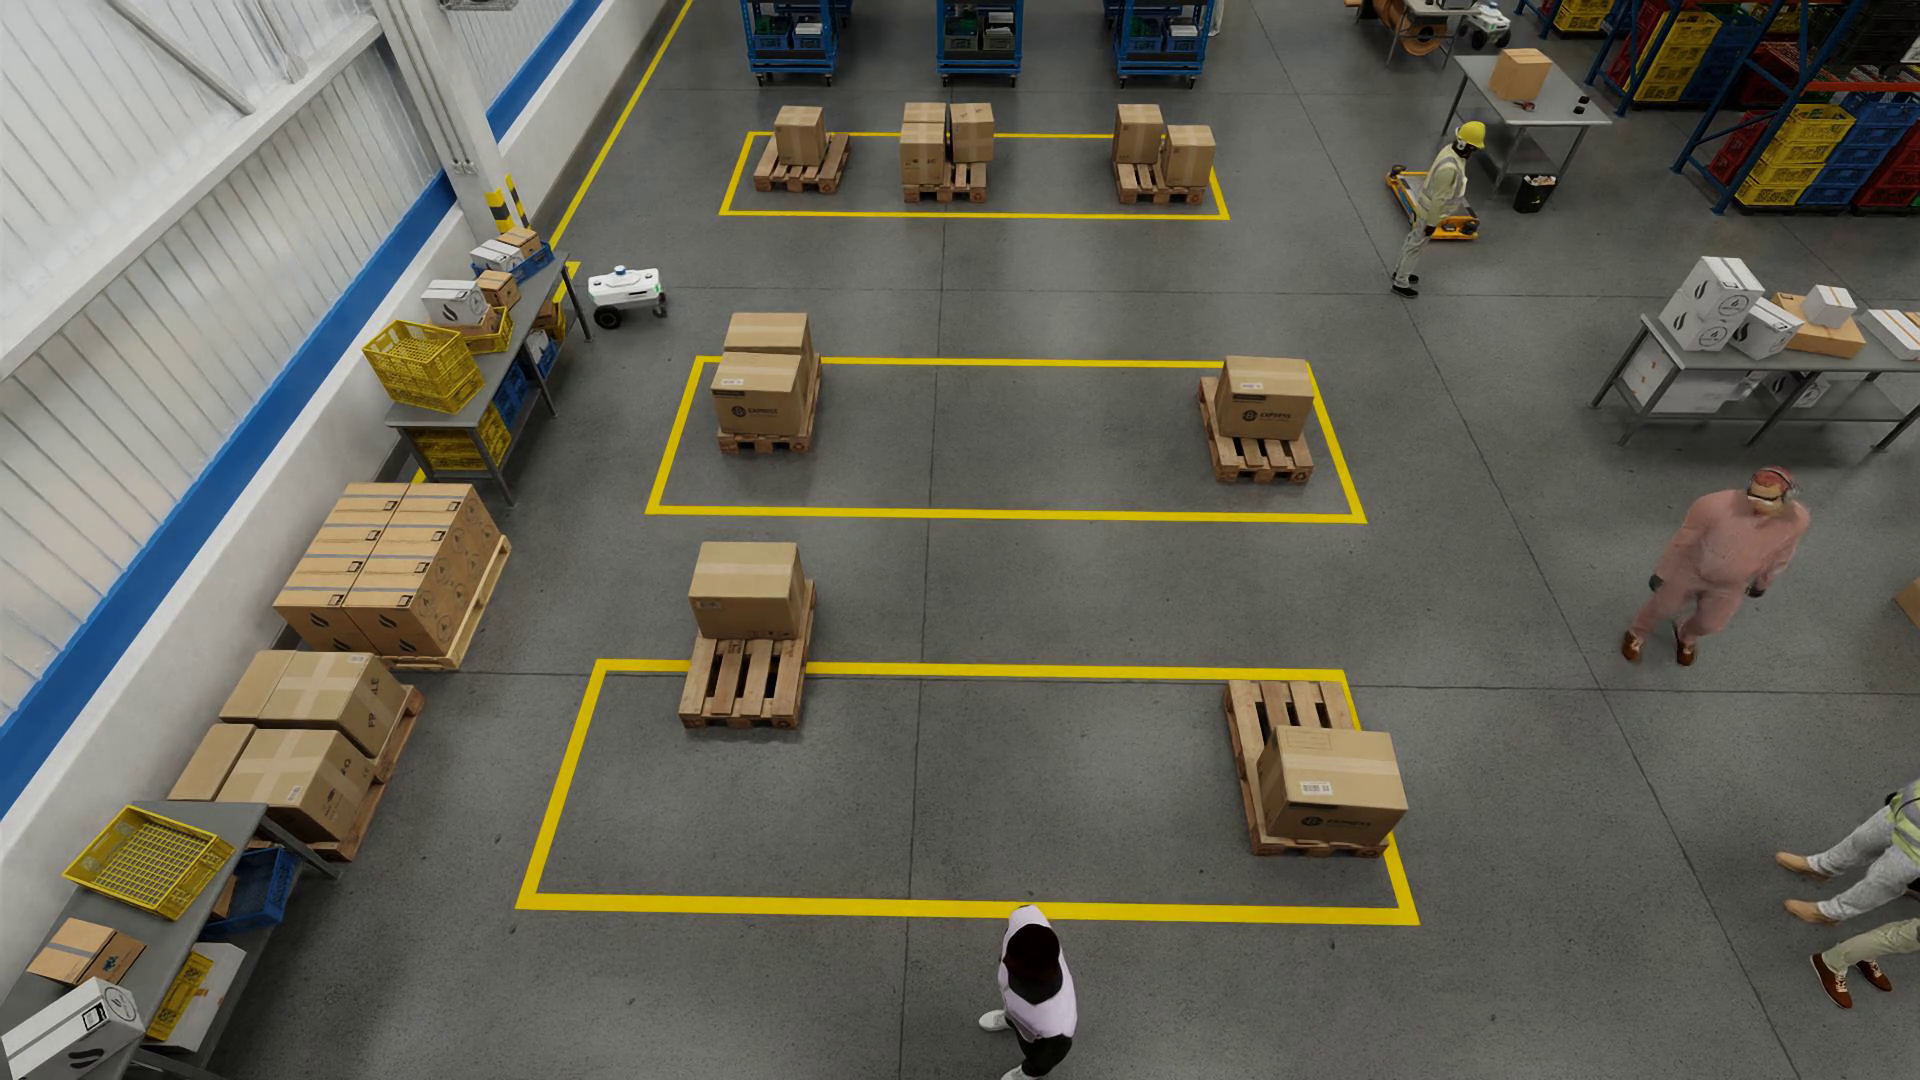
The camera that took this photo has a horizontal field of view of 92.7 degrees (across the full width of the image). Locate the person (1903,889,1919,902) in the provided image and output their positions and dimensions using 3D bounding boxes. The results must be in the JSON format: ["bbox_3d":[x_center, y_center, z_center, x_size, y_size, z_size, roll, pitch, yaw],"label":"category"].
[{"bbox_3d":[5.977,1.752,5.087,0.423,1.662,0.669,-3,49,-3],"label":"person"}]

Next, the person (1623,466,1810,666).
[{"bbox_3d":[5.131,0.230,6.273,0.746,1.874,0.423,15,51,13],"label":"person"}]

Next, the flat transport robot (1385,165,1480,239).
[{"bbox_3d":[5.692,-4.094,11.059,0.652,0.197,1.431,1,49,1],"label":"flat transport robot"}]

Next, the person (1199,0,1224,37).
[{"bbox_3d":[3.985,-8.704,14.156,0.314,1.632,0.518,-25,54,-20],"label":"person"}]

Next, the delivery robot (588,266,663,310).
[{"bbox_3d":[-3.474,-2.618,9.533,0.707,0.478,0.477,-11,50,-9],"label":"delivery robot"}]

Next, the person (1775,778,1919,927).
[{"bbox_3d":[5.335,1.631,5.079,0.430,1.835,0.643,18,51,15],"label":"person"}]

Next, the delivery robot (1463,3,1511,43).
[{"bbox_3d":[8.213,-8.090,14.271,0.477,0.478,0.707,-10,50,-8],"label":"delivery robot"}]

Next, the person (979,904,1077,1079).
[{"bbox_3d":[0.346,2.262,4.475,0.377,1.917,0.599,-13,50,-11],"label":"person"}]

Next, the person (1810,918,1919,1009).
[{"bbox_3d":[5.288,1.973,4.762,0.516,1.865,0.329,-12,50,-10],"label":"person"}]

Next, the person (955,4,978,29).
[{"bbox_3d":[0.069,-8.446,13.694,0.613,1.995,0.391,34,57,26],"label":"person"}]

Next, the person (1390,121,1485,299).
[{"bbox_3d":[4.893,-3.398,9.438,0.404,1.822,0.587,18,52,15],"label":"person"}]
